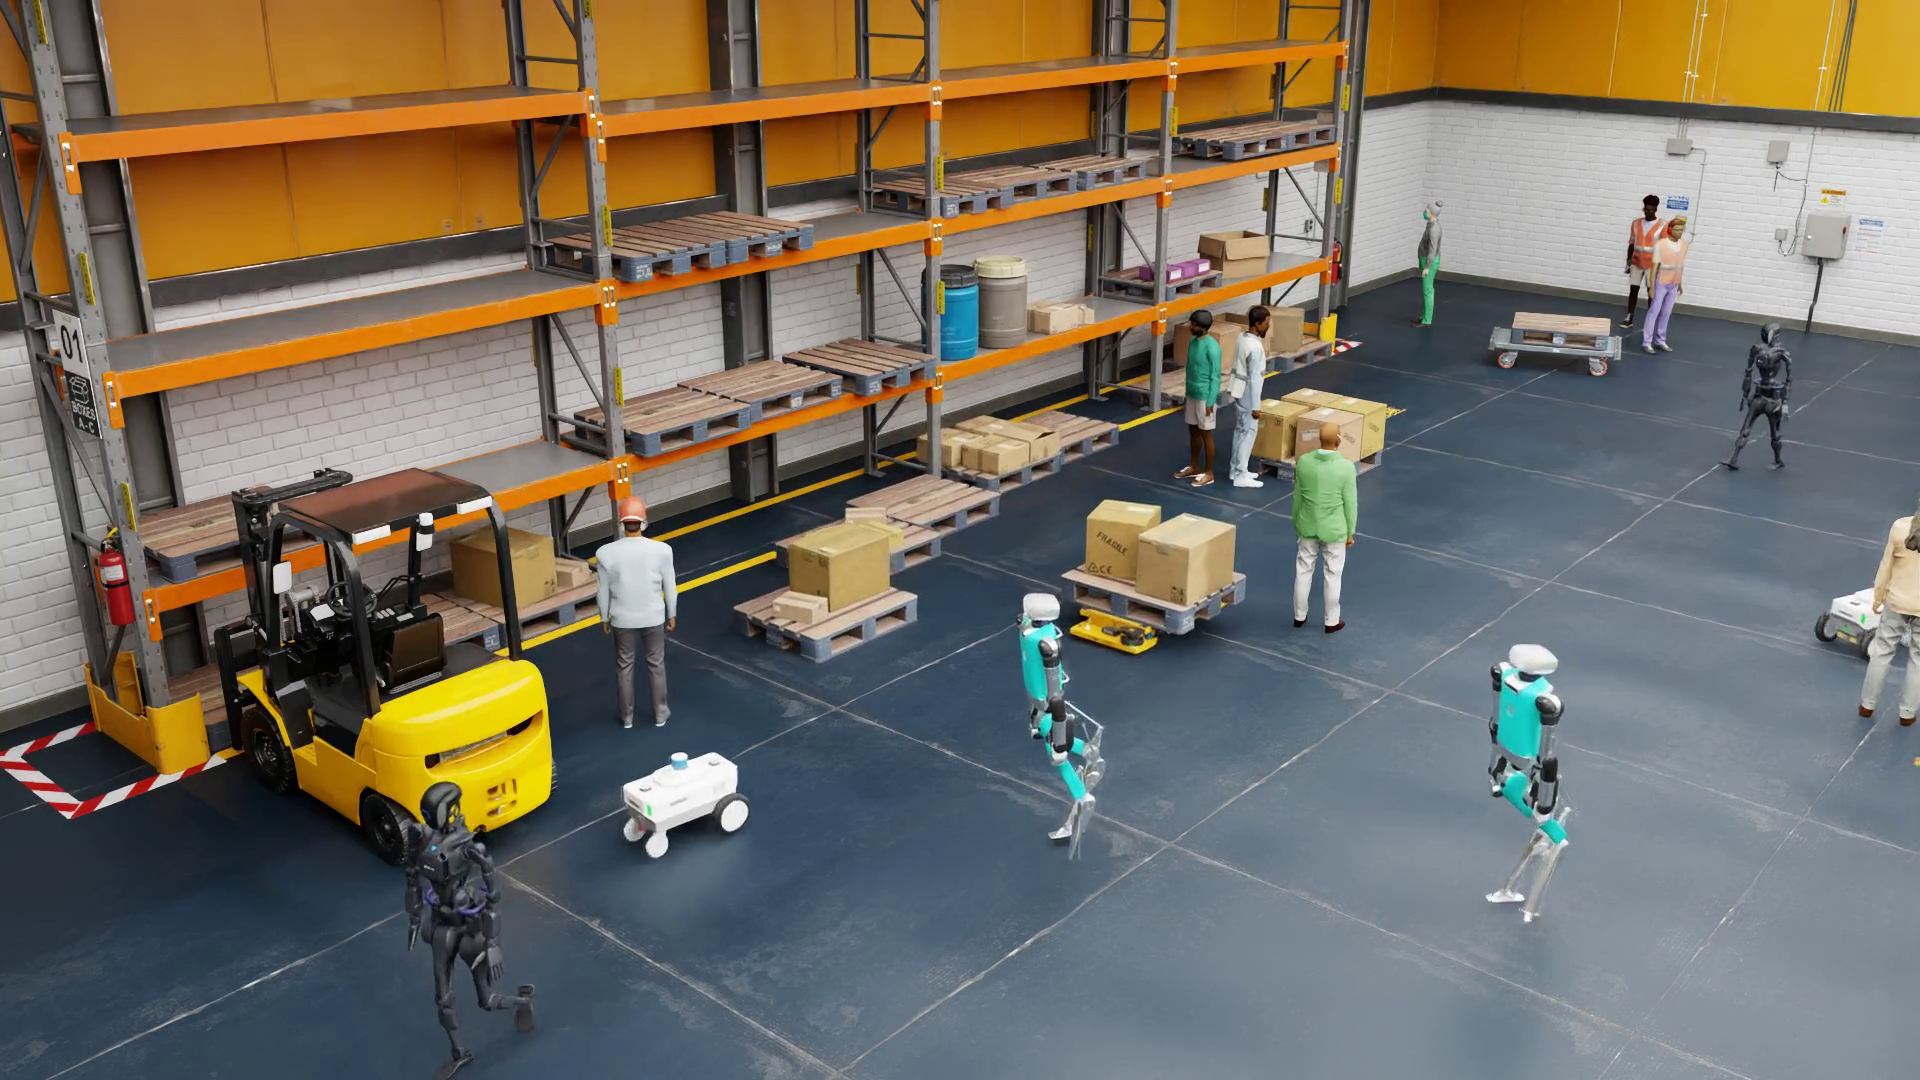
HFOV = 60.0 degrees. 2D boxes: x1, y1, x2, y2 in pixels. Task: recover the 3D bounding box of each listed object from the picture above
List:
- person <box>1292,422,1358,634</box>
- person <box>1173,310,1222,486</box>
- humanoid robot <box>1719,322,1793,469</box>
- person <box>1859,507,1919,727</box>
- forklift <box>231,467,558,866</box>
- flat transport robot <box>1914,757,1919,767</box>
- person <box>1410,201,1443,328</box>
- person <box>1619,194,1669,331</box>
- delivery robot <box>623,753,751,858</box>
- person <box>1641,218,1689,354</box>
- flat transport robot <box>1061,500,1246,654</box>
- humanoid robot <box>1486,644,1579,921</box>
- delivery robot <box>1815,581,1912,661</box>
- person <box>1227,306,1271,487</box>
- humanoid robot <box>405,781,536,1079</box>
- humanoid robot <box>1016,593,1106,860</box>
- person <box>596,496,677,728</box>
[{"bbox_3d":[2.980,-0.099,13.635,0.538,1.784,0.383,11,23,27],"label":"person"},{"bbox_3d":[2.522,-1.489,17.306,0.381,1.847,0.501,-9,22,-23],"label":"person"},{"bbox_3d":[8.573,-1.513,17.686,0.774,1.620,0.613,-9,22,-24],"label":"humanoid robot"},{"bbox_3d":[6.898,0.462,12.002,0.565,1.868,0.405,12,23,29],"label":"person"},{"bbox_3d":[-3.730,0.710,10.856,2.313,2.155,1.214,17,26,38],"label":"forklift"},{"bbox_3d":[7.396,1.498,11.493,1.431,0.231,0.659,-9,22,-22],"label":"flat transport robot"},{"bbox_3d":[6.795,-4.009,24.153,0.340,1.836,0.508,5,21,14],"label":"person"},{"bbox_3d":[9.863,-3.990,23.939,0.379,1.958,0.597,-18,27,-39],"label":"person"},{"bbox_3d":[-1.782,1.649,10.660,0.777,0.587,0.499,-17,26,-39],"label":"delivery robot"},{"bbox_3d":[9.613,-3.472,22.681,0.568,1.843,0.373,-8,22,-22],"label":"person"},{"bbox_3d":[1.611,0.589,13.955,0.659,0.231,1.431,16,26,37],"label":"flat transport robot"},{"bbox_3d":[3.373,1.424,9.618,0.698,1.807,0.552,-7,21,-19],"label":"humanoid robot"},{"bbox_3d":[7.378,0.632,13.452,0.815,0.614,0.499,-9,22,-22],"label":"delivery robot"},{"bbox_3d":[2.977,-1.484,17.212,0.401,1.907,0.600,-2,20,-4],"label":"person"},{"bbox_3d":[-2.482,1.894,8.411,0.601,1.624,0.635,9,22,22],"label":"humanoid robot"},{"bbox_3d":[0.718,1.190,10.319,0.752,1.862,0.538,-6,21,-16],"label":"humanoid robot"},{"bbox_3d":[-2.322,0.523,12.010,0.571,1.740,0.351,-4,21,-10],"label":"person"}]
